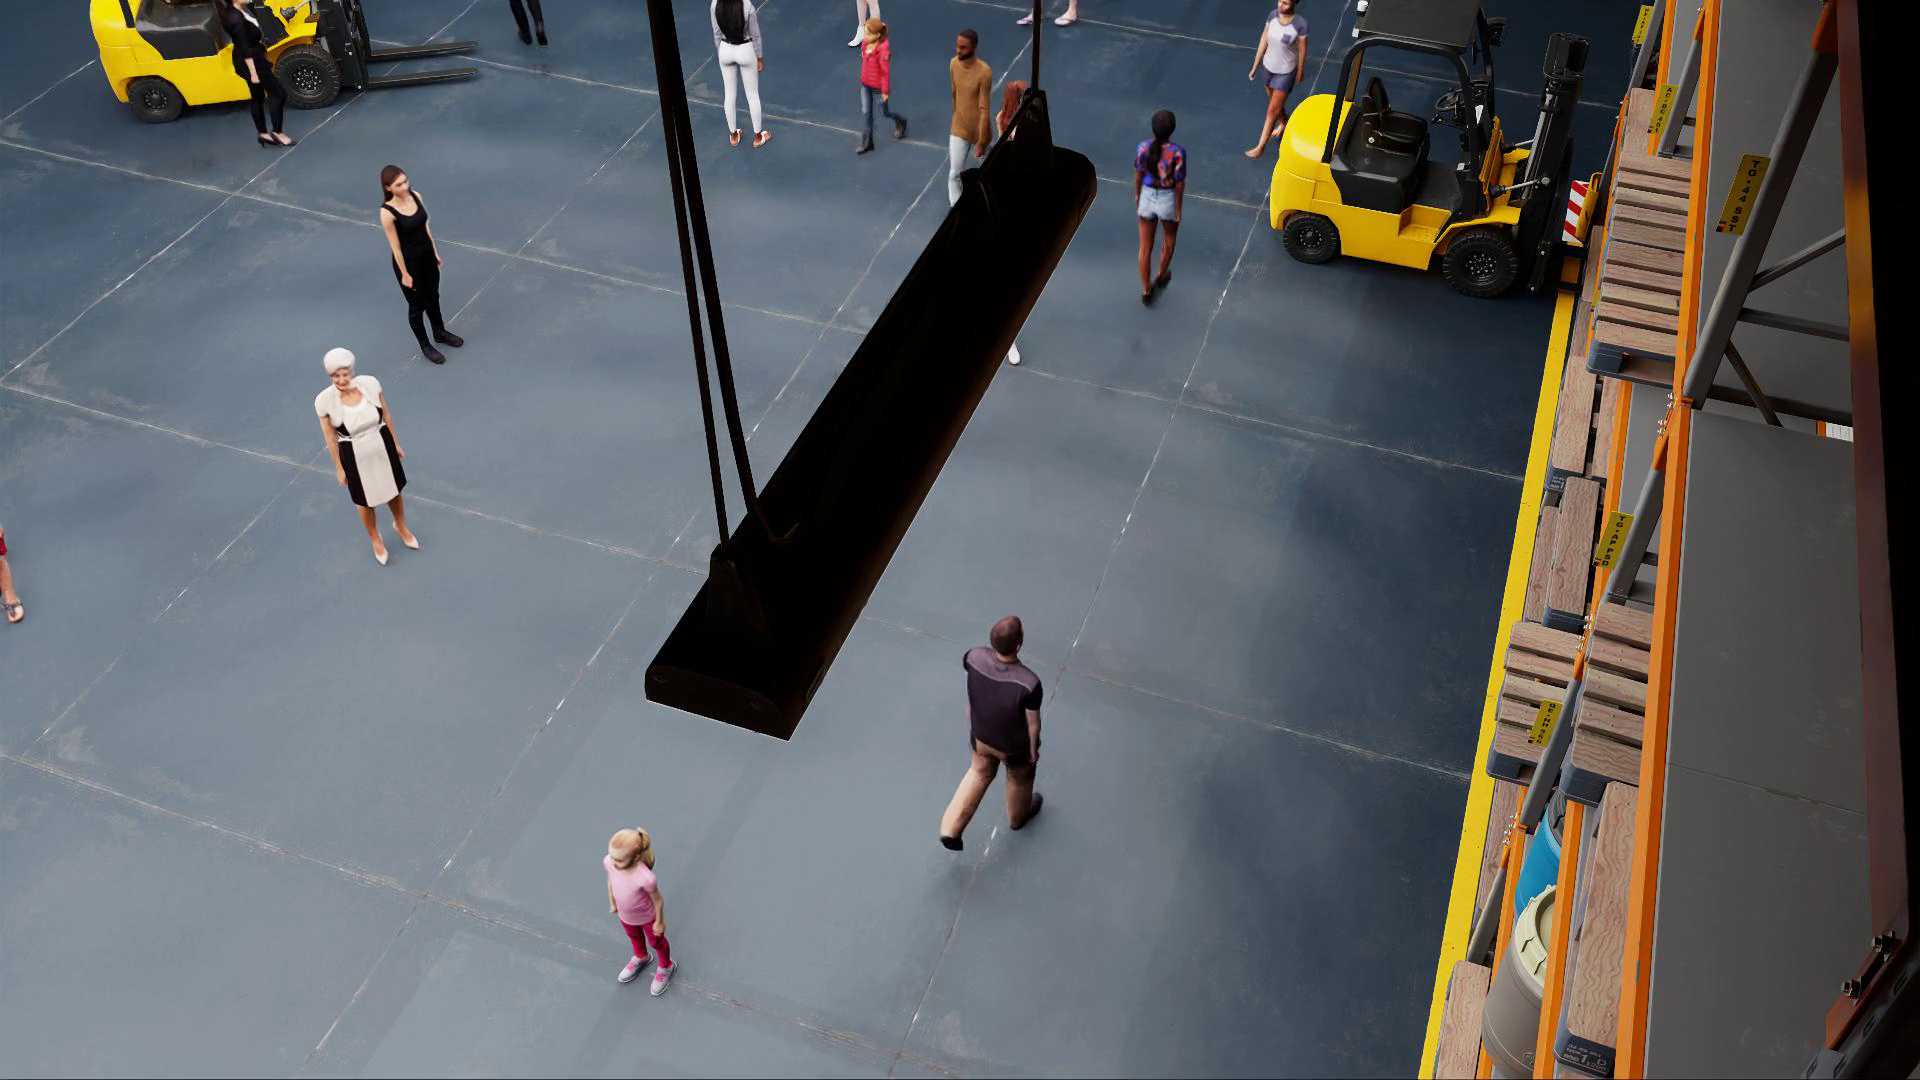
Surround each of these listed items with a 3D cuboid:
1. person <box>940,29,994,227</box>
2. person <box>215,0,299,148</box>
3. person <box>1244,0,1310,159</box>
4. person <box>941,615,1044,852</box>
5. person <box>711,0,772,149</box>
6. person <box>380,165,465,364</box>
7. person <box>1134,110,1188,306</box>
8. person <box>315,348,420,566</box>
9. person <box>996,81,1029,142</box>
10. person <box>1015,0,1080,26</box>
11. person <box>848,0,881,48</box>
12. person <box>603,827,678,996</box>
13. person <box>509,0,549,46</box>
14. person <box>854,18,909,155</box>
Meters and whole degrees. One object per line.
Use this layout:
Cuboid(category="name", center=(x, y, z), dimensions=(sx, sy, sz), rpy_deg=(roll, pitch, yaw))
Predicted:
Cuboid(category="person", center=(0.168, -3.608, 14.481), dimensions=(0.831, 1.786, 1.223), rpy_deg=(25, 49, 24))
Cuboid(category="person", center=(-6.623, -4.356, 15.366), dimensions=(0.763, 1.649, 0.714), rpy_deg=(-22, 48, -22))
Cuboid(category="person", center=(3.010, -4.375, 15.436), dimensions=(1.087, 1.579, 0.877), rpy_deg=(-32, 52, -29))
Cuboid(category="person", center=(0.189, 1.148, 9.463), dimensions=(0.856, 1.820, 1.093), rpy_deg=(28, 50, 26))
Cuboid(category="person", center=(-2.055, -4.469, 15.429), dimensions=(0.624, 1.725, 0.577), rpy_deg=(7, 44, 7))
Cuboid(category="person", center=(-4.275, -2.186, 13.058), dimensions=(0.657, 1.689, 0.507), rpy_deg=(18, 46, 18))
Cuboid(category="person", center=(1.585, -2.663, 13.530), dimensions=(0.595, 1.729, 0.682), rpy_deg=(14, 45, 14))
Cuboid(category="person", center=(-4.038, -0.584, 11.331), dimensions=(0.659, 1.753, 0.770), rpy_deg=(-28, 50, -26))
Cuboid(category="person", center=(0.404, -2.966, 13.848), dimensions=(0.900, 1.729, 0.806), rpy_deg=(-27, 50, -26))
Cuboid(category="person", center=(1.094, -6.195, 17.180), dimensions=(1.075, 1.810, 0.985), rpy_deg=(-23, 48, -22))
Cuboid(category="person", center=(-0.968, -5.784, 16.735), dimensions=(0.705, 1.827, 0.673), rpy_deg=(-23, 48, -23))
Cuboid(category="person", center=(-1.738, 1.985, 8.984), dimensions=(0.512, 1.270, 0.520), rpy_deg=(18, 47, 18))
Cuboid(category="person", center=(-4.493, -5.814, 16.752), dimensions=(0.973, 1.848, 1.035), rpy_deg=(-17, 46, -17))
Cuboid(category="person", center=(-0.740, -4.260, 15.520), dimensions=(0.735, 1.297, 0.938), rpy_deg=(33, 53, 30))
